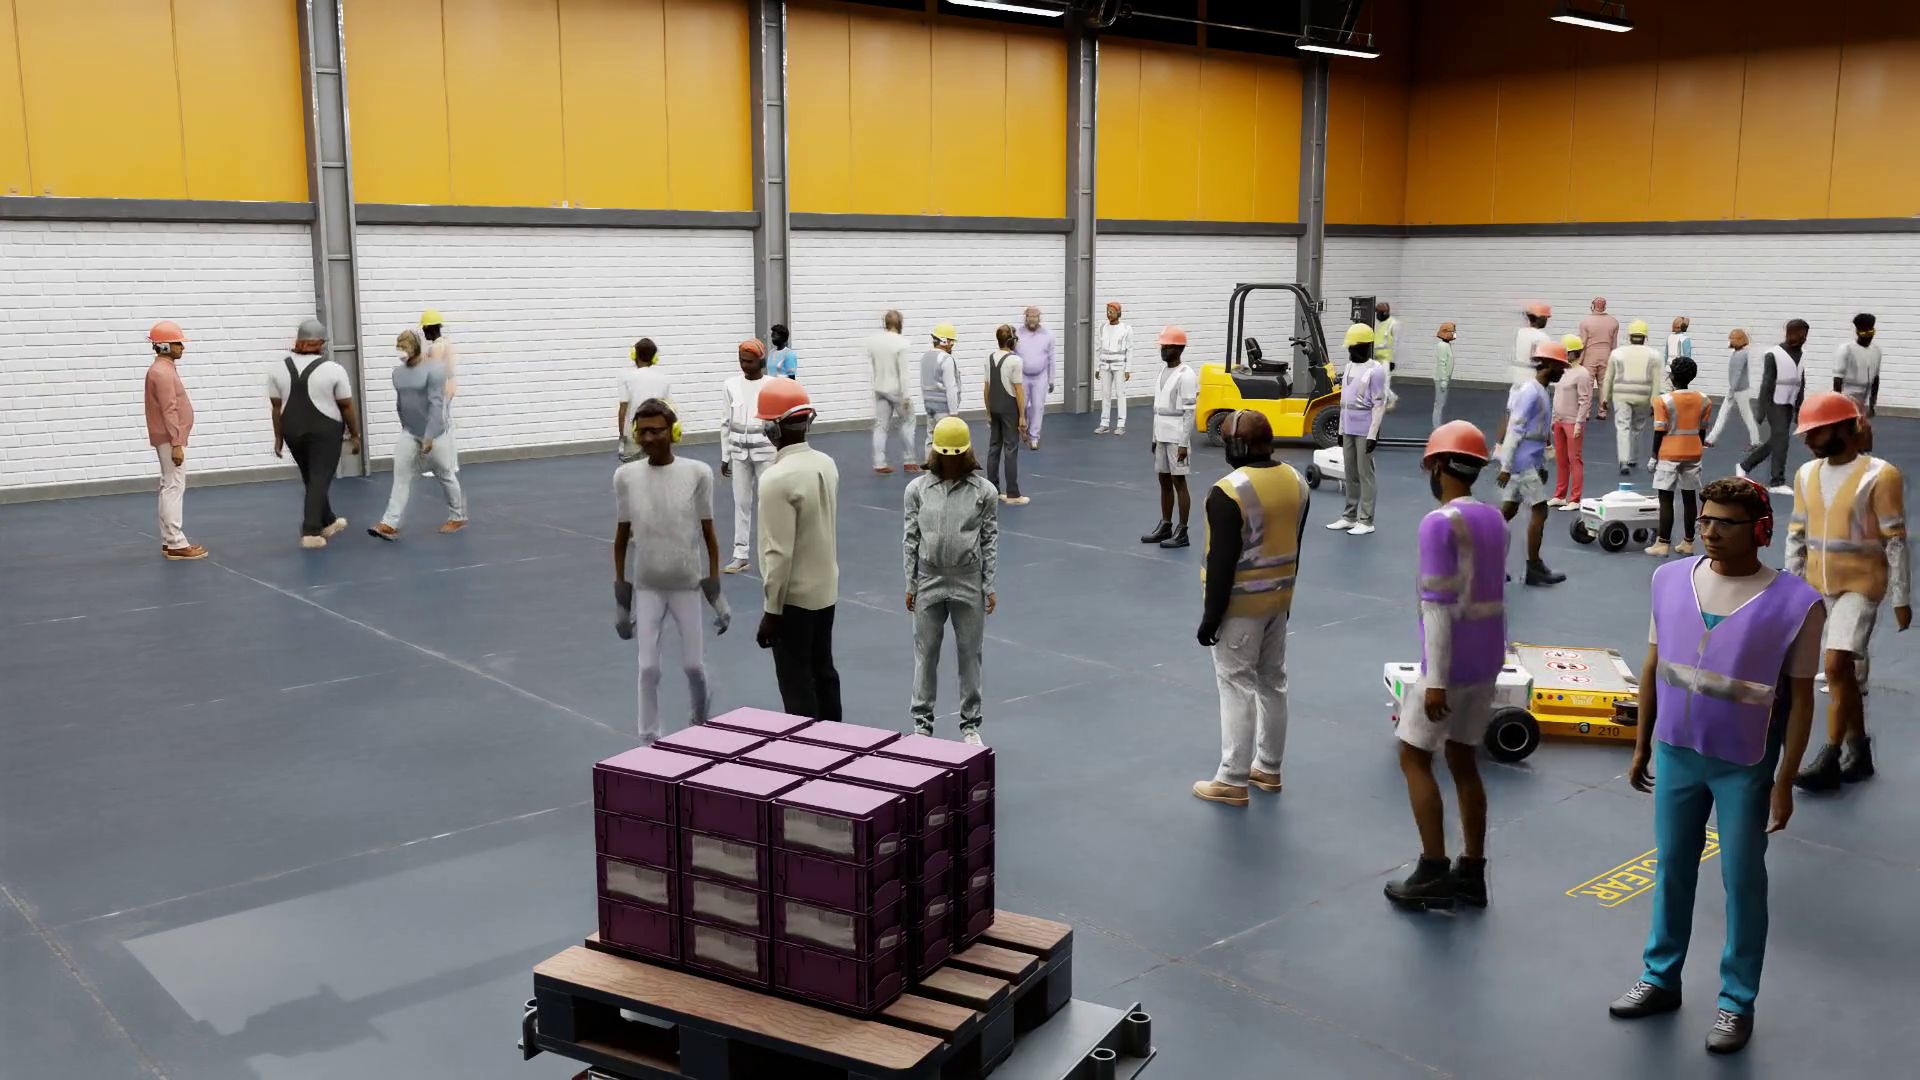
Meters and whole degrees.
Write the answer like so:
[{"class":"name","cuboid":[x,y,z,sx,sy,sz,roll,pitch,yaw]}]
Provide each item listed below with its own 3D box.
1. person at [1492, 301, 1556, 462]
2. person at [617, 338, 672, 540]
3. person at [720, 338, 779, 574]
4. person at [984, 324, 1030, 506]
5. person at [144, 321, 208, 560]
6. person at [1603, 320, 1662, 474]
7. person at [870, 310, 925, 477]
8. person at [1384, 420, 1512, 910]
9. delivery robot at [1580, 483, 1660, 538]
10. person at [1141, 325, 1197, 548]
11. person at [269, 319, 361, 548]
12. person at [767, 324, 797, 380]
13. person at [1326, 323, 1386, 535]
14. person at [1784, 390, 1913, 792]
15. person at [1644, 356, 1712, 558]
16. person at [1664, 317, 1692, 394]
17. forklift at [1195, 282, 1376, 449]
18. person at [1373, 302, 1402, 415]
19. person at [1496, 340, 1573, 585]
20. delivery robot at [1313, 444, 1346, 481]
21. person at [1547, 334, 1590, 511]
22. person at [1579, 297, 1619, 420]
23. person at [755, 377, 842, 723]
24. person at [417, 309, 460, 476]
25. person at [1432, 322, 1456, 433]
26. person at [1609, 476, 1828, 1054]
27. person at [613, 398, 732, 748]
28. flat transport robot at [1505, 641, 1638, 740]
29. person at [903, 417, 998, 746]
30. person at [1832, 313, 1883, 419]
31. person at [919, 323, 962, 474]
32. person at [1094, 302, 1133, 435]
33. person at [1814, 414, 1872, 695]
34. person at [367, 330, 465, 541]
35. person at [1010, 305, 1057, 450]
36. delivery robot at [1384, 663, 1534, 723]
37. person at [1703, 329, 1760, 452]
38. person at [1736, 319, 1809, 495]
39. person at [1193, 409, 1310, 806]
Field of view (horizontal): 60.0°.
[{"class":"person","cuboid":[7.006,-1.938,20.447,1.048,1.991,0.624,-4,11,-24]},{"class":"person","cuboid":[-2.782,-0.860,14.650,0.527,1.803,0.858,-4,11,-23]},{"class":"person","cuboid":[-1.641,-0.660,13.257,0.573,1.887,0.355,3,10,15]},{"class":"person","cuboid":[0.464,-1.271,16.953,0.506,1.847,0.346,9,13,43]},{"class":"person","cuboid":[-6.598,-0.832,13.942,0.381,1.994,0.622,-6,11,-30]},{"class":"person","cuboid":[7.842,-1.664,19.432,0.605,1.791,0.913,3,10,18]},{"class":"person","cuboid":[-0.721,-1.702,19.262,0.653,1.909,0.796,9,13,41]},{"class":"person","cuboid":[1.943,0.483,6.553,0.596,1.888,0.511,-9,13,-42]},{"class":"delivery robot","cuboid":[5.784,-0.252,14.486,0.707,0.478,0.477,-3,10,-14]},{"class":"person","cuboid":[1.836,-0.901,14.506,0.352,1.942,0.545,-5,11,-25]},{"class":"person","cuboid":[-5.670,-0.981,14.682,0.701,2.000,1.035,1,10,8]},{"class":"person","cuboid":[-2.214,-1.817,20.587,0.318,1.697,0.535,-8,13,-40]},{"class":"person","cuboid":[3.639,-1.013,15.202,0.364,1.928,0.586,-4,10,-20]},{"class":"person","cuboid":[4.137,0.247,7.944,0.809,1.889,0.597,-4,11,-23]},{"class":"person","cuboid":[6.039,-0.693,14.003,0.533,1.697,0.318,-2,10,-14]},{"class":"person","cuboid":[10.622,-2.481,24.631,0.310,1.642,0.514,-3,10,-14]},{"class":"forklift","cuboid":[4.328,-2.346,22.227,2.313,2.155,1.214,3,10,16]},{"class":"person","cuboid":[6.810,-2.889,26.532,0.605,1.819,0.635,-6,11,-30]},{"class":"person","cuboid":[4.391,-0.593,12.845,0.831,1.883,0.561,4,10,21]},{"class":"delivery robot","cuboid":[4.108,-0.836,17.907,0.477,0.478,0.707,-3,10,-17]},{"class":"person","cuboid":[6.064,-1.171,16.607,0.313,1.767,0.523,-2,10,-12]},{"class":"person","cuboid":[9.817,-2.798,25.714,0.648,1.907,0.409,-2,10,-9]},{"class":"person","cuboid":[-0.754,0.257,7.577,0.391,1.991,0.613,4,10,21]},{"class":"person","cuboid":[-6.022,-1.695,19.203,0.387,1.925,0.622,-1,10,-7]},{"class":"person","cuboid":[6.639,-2.164,22.796,0.281,1.634,0.498,4,10,22]},{"class":"person","cuboid":[2.455,0.705,5.377,0.389,1.847,0.567,-8,12,-38]},{"class":"person","cuboid":[-1.410,0.241,8.123,0.578,1.873,0.449,0,10,0]},{"class":"flat transport robot","cuboid":[3.415,0.819,9.318,0.652,0.197,1.431,2,10,14]},{"class":"person","cuboid":[-0.050,0.239,8.432,0.484,1.737,0.305,0,10,1]},{"class":"person","cuboid":[9.866,-1.530,18.288,0.630,1.919,0.698,-4,11,-23]},{"class":"person","cuboid":[-0.187,-1.410,17.833,0.403,1.822,0.588,-6,11,-32]},{"class":"person","cuboid":[2.180,-2.440,23.686,0.574,1.883,0.353,6,11,32]},{"class":"person","cuboid":[5.165,0.080,9.686,0.321,1.630,0.515,3,10,19]},{"class":"person","cuboid":[-4.869,-0.932,14.900,0.634,1.872,1.064,5,11,25]},{"class":"person","cuboid":[0.942,-2.133,21.847,0.668,1.892,0.485,0,10,3]},{"class":"delivery robot","cuboid":[2.548,0.764,8.537,0.707,0.478,0.477,1,10,4]},{"class":"person","cuboid":[9.997,-1.929,21.547,0.854,1.585,0.520,2,10,14]},{"class":"person","cuboid":[8.789,-1.456,17.966,0.630,1.879,0.827,-6,11,-30]},{"class":"person","cuboid":[1.326,0.310,7.728,0.622,1.838,0.429,-9,13,-42]}]
